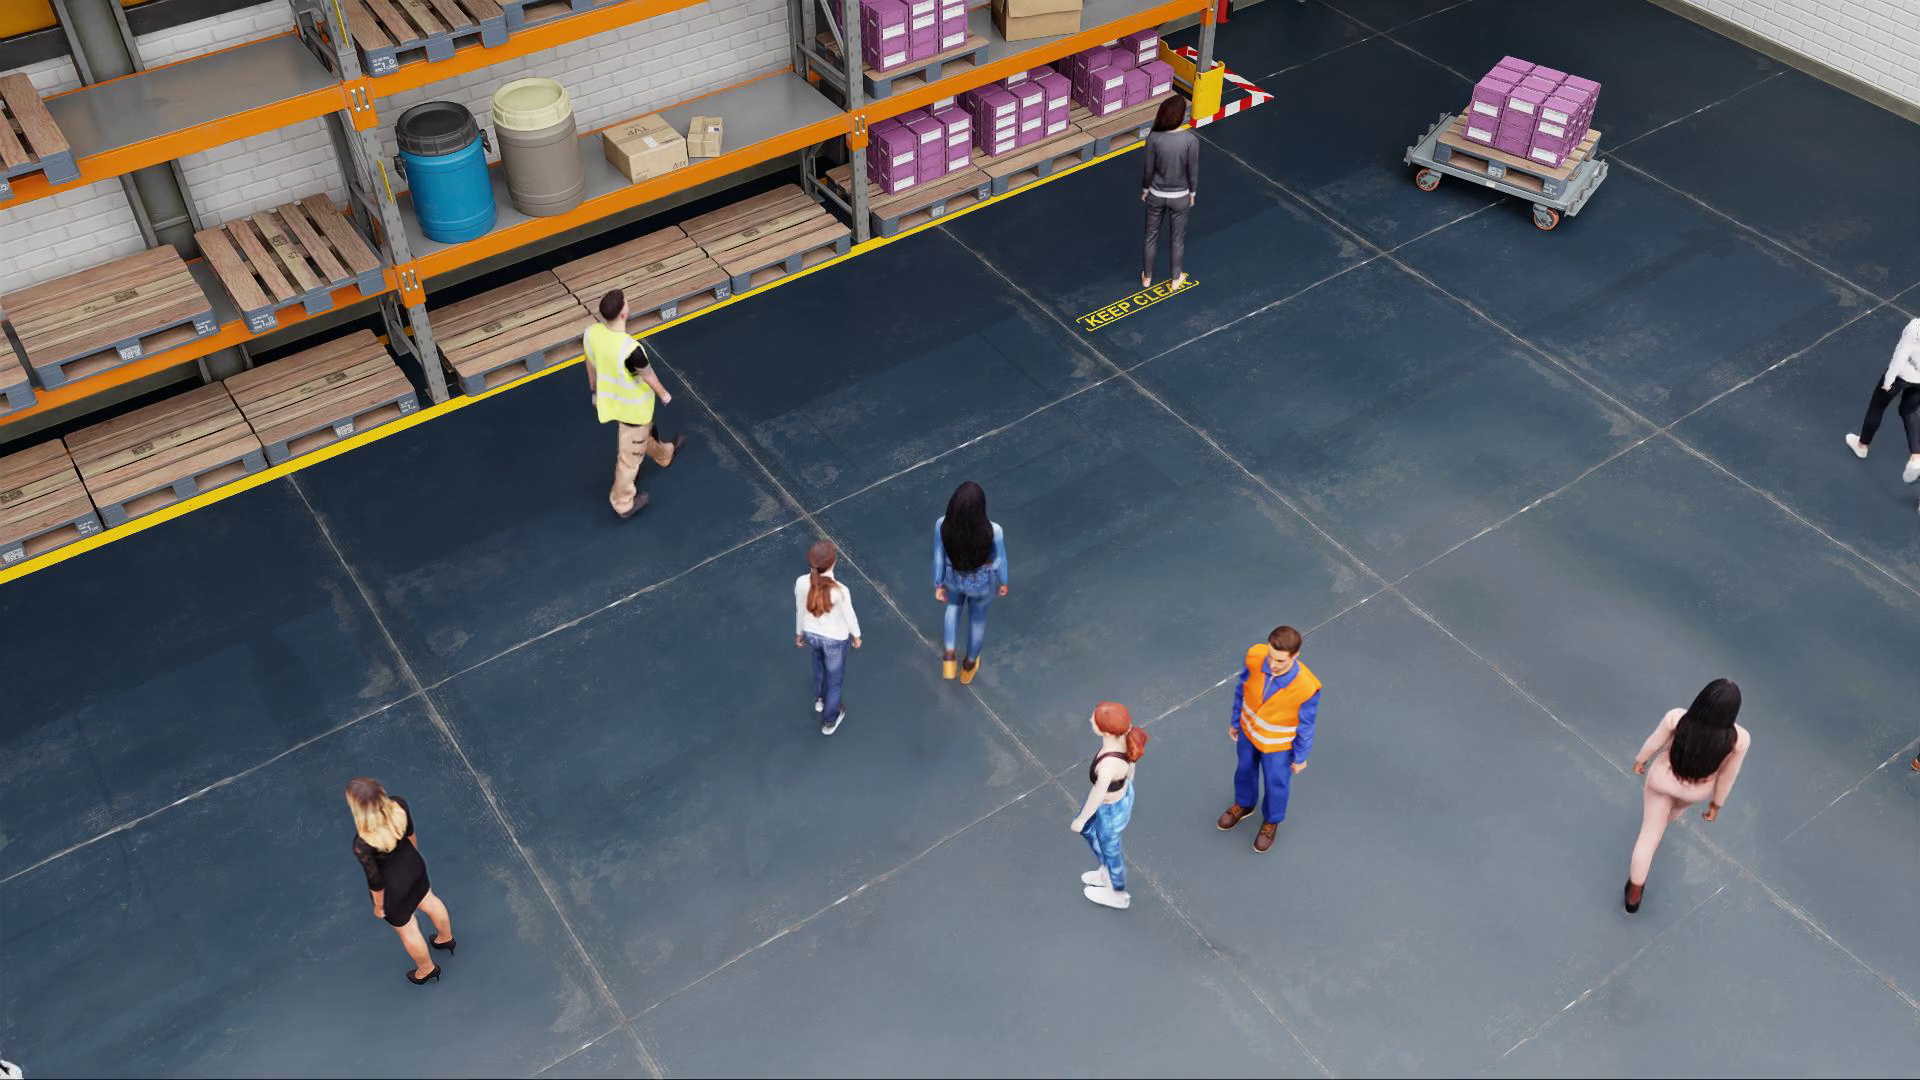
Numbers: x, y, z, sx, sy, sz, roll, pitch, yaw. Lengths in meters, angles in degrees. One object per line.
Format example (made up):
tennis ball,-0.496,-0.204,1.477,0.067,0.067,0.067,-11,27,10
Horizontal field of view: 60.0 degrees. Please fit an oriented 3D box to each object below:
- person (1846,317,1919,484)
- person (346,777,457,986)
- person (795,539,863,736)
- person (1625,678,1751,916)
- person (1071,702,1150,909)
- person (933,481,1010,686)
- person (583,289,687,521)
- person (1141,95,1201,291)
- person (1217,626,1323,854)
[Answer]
person,6.989,-1.153,12.128,0.985,1.686,0.938,-7,44,-7
person,-3.033,1.841,8.993,0.679,1.675,0.584,13,45,13
person,-0.869,0.653,10.336,0.690,1.543,0.745,13,45,13
person,4.035,1.467,9.392,1.034,1.668,1.228,16,46,16
person,0.916,1.541,9.237,0.760,1.773,0.699,13,45,13
person,0.041,0.344,10.547,0.773,1.700,0.832,11,45,11
person,-2.391,-0.920,11.804,0.896,1.796,1.209,29,51,27
person,1.745,-2.893,13.893,0.681,1.771,0.735,8,44,8
person,1.789,1.118,9.622,0.730,1.855,0.688,31,52,28
